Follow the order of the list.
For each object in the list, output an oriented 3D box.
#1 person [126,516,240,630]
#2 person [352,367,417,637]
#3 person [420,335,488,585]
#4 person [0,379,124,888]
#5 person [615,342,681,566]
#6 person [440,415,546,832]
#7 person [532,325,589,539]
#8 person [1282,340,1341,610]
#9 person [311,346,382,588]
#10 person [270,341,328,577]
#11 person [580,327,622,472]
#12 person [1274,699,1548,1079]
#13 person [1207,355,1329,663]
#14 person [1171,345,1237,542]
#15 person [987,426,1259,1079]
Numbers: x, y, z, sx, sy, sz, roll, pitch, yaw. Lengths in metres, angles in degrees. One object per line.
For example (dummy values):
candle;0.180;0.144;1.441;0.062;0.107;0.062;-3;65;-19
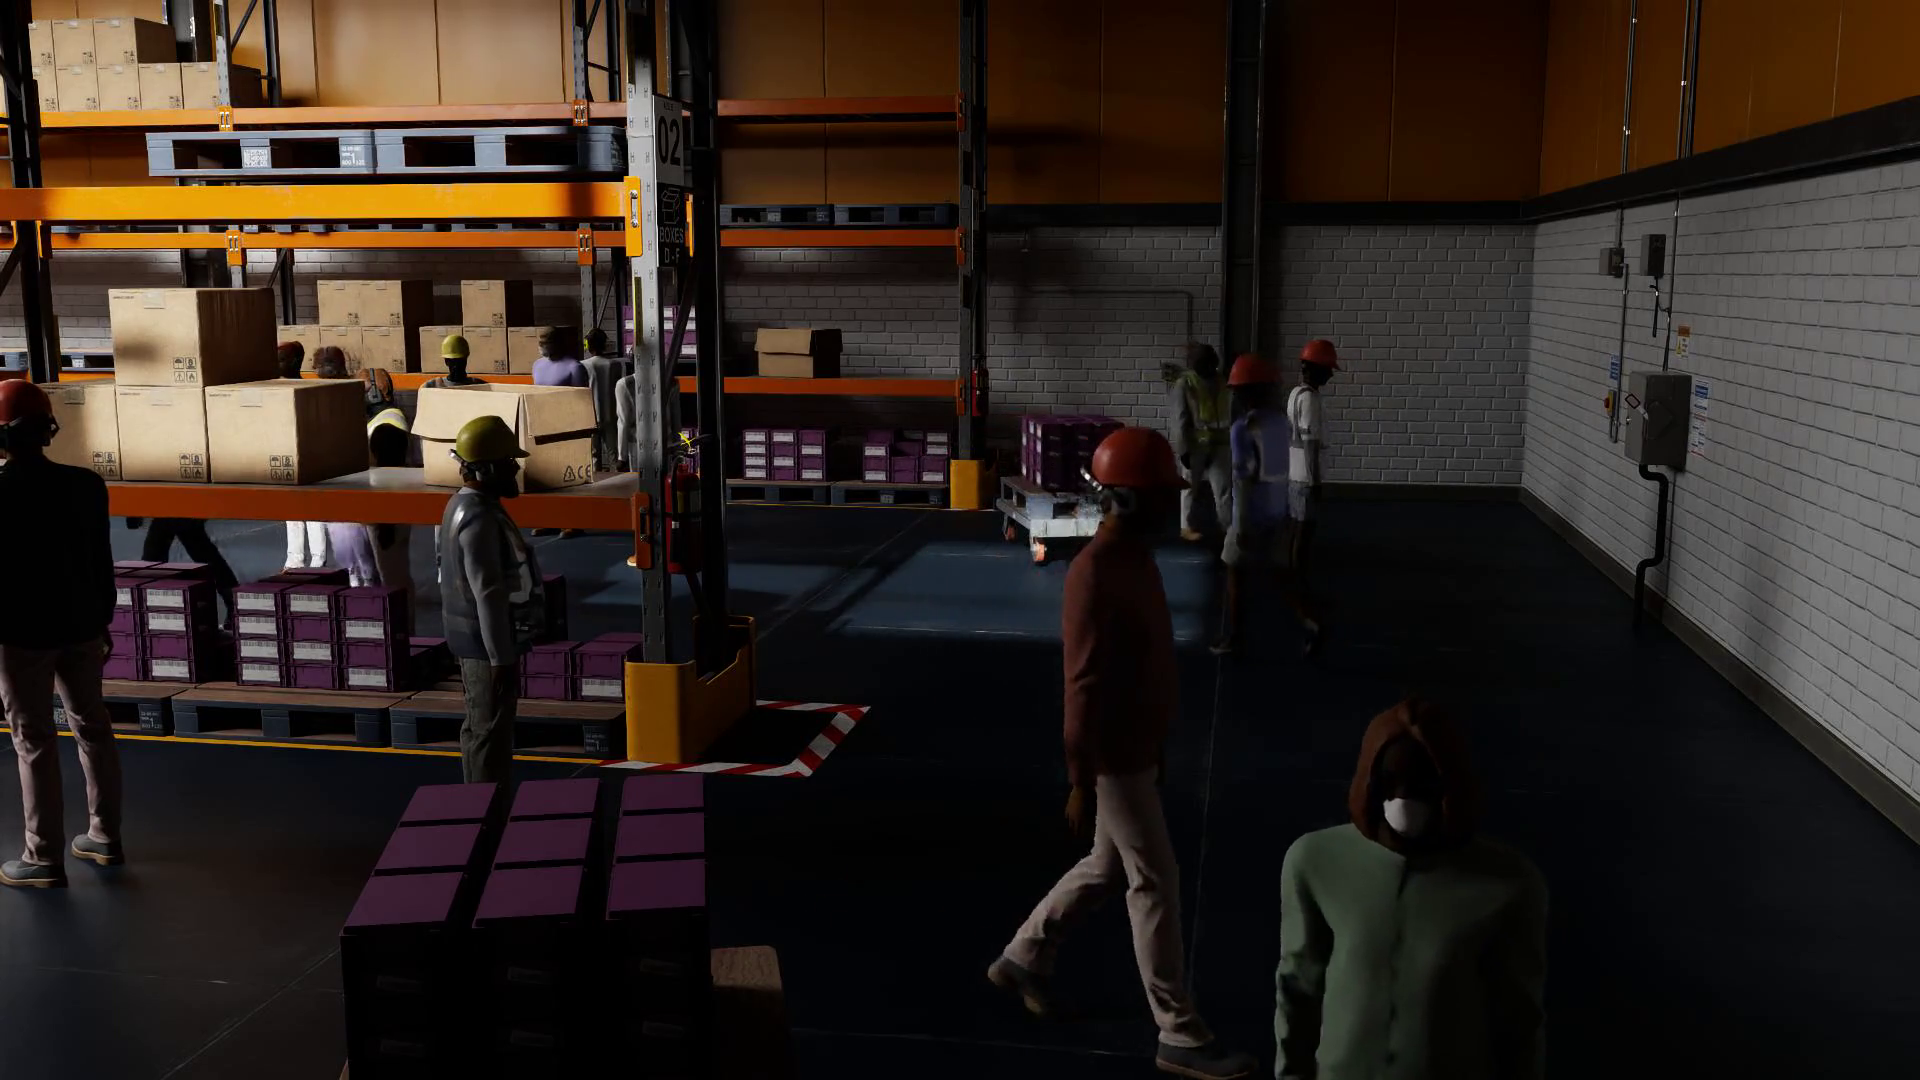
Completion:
person;-5.159;-0.287;10.824;1.081;1.927;0.620;-2;9;-14
person;-3.524;-0.134;10.166;0.429;1.837;0.629;-4;10;-23
person;-3.878;-0.625;12.911;0.585;1.928;0.369;-5;11;-30
person;-3.614;0.366;6.552;0.379;1.996;0.608;4;10;25
person;-2.542;-0.714;13.597;0.576;1.886;0.362;-7;11;-37
person;-1.897;0.408;6.790;0.403;1.835;0.588;-4;10;-23
person;-3.637;-0.977;15.079;0.627;1.935;0.371;5;10;29
person;2.522;-0.470;11.950;0.373;1.928;0.543;0;9;1
person;-4.538;-0.470;12.100;0.721;1.874;0.661;0;9;-1
person;-5.116;-0.589;12.831;0.572;1.882;0.356;5;11;31
person;-3.550;-1.153;16.369;0.530;1.869;0.311;-6;11;-32
person;0.873;1.085;3.252;0.498;1.623;0.483;4;10;23
person;1.874;-0.164;10.109;0.542;1.912;0.741;-8;12;-40
person;2.150;-0.814;14.551;0.639;1.781;0.988;-3;10;-18
person;0.475;0.624;5.065;0.899;1.965;0.631;3;10;20
